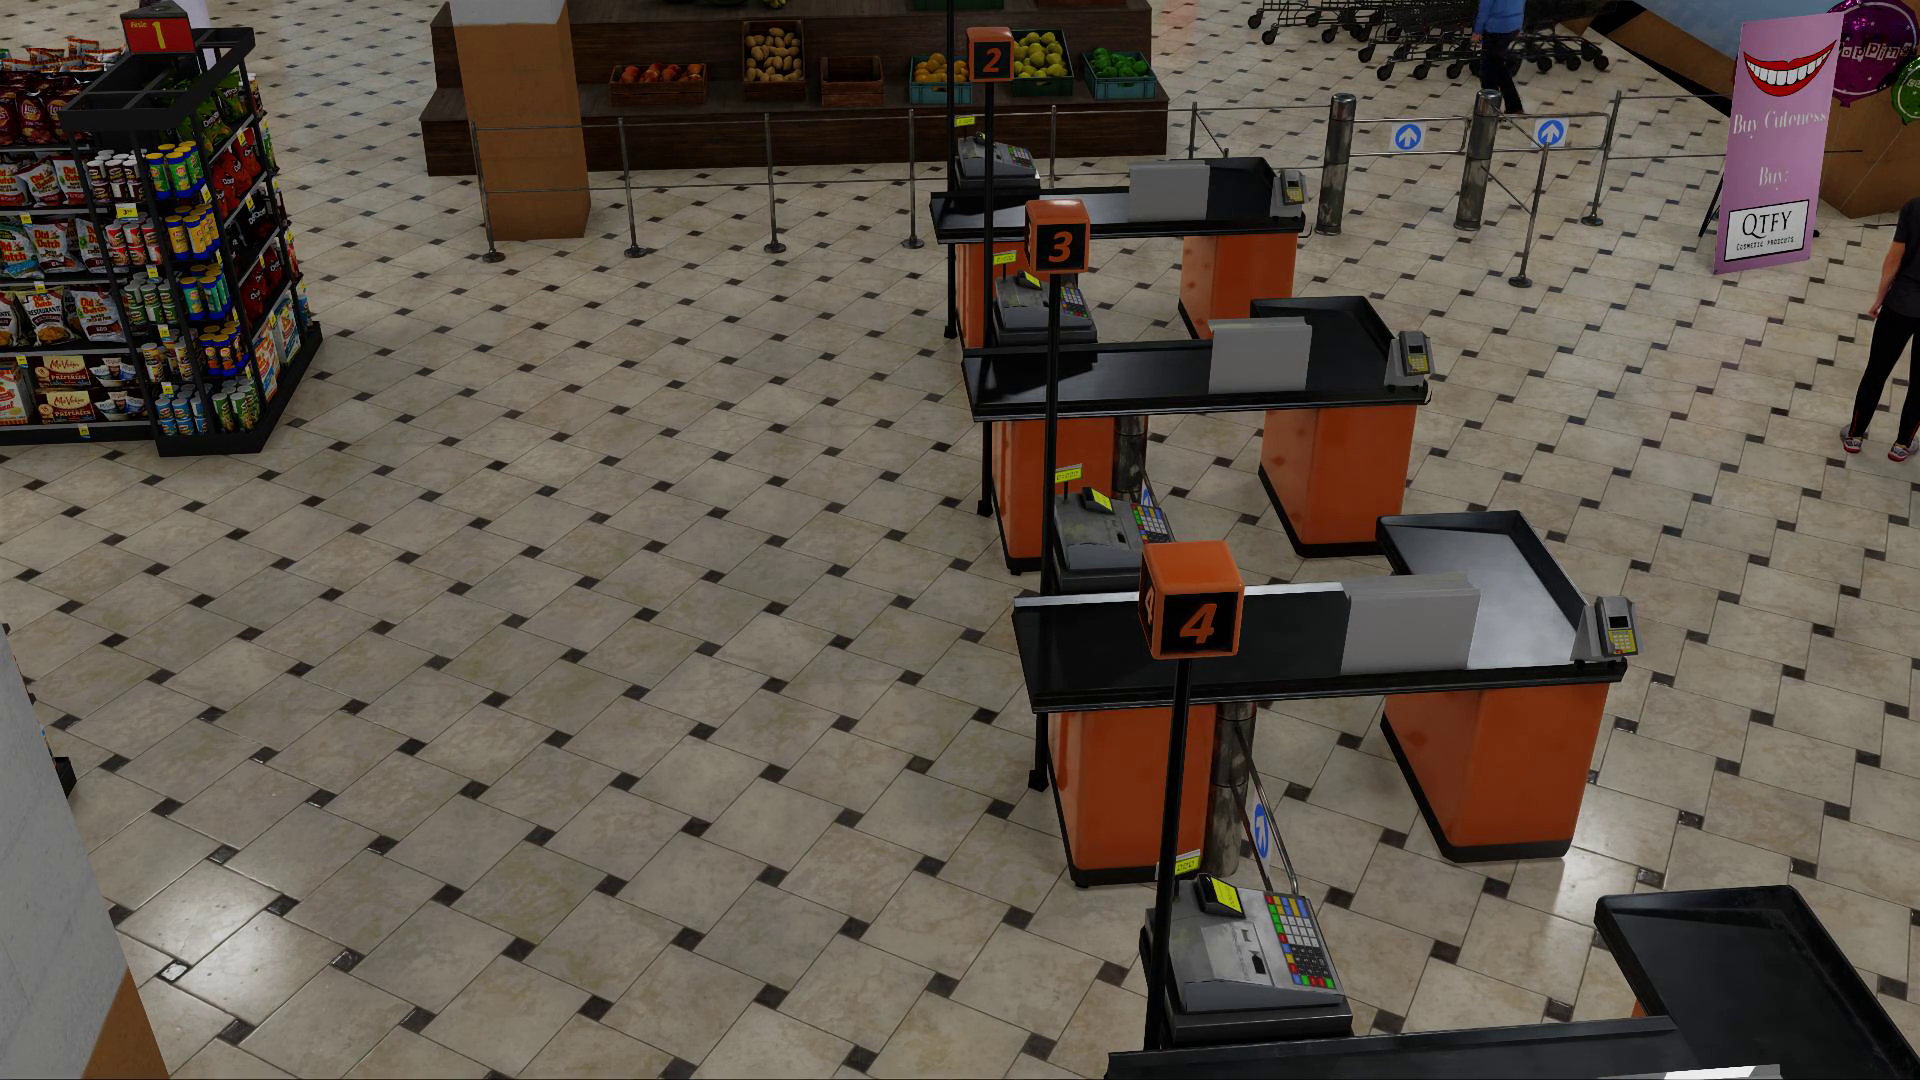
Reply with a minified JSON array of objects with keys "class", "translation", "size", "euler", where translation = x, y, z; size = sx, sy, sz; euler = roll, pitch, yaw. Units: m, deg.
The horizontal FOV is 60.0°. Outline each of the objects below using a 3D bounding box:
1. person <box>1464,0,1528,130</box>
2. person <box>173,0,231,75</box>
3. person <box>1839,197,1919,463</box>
[{"class":"person","translation":[4.565,-4.256,13.795],"size":[0.821,1.802,0.882],"euler":[-26,40,-36]},{"class":"person","translation":[-7.168,-5.209,15.208],"size":[0.842,1.927,0.799],"euler":[-27,41,-36]},{"class":"person","translation":[5.209,-1.265,9.024],"size":[0.682,1.764,0.779],"euler":[17,36,25]}]
